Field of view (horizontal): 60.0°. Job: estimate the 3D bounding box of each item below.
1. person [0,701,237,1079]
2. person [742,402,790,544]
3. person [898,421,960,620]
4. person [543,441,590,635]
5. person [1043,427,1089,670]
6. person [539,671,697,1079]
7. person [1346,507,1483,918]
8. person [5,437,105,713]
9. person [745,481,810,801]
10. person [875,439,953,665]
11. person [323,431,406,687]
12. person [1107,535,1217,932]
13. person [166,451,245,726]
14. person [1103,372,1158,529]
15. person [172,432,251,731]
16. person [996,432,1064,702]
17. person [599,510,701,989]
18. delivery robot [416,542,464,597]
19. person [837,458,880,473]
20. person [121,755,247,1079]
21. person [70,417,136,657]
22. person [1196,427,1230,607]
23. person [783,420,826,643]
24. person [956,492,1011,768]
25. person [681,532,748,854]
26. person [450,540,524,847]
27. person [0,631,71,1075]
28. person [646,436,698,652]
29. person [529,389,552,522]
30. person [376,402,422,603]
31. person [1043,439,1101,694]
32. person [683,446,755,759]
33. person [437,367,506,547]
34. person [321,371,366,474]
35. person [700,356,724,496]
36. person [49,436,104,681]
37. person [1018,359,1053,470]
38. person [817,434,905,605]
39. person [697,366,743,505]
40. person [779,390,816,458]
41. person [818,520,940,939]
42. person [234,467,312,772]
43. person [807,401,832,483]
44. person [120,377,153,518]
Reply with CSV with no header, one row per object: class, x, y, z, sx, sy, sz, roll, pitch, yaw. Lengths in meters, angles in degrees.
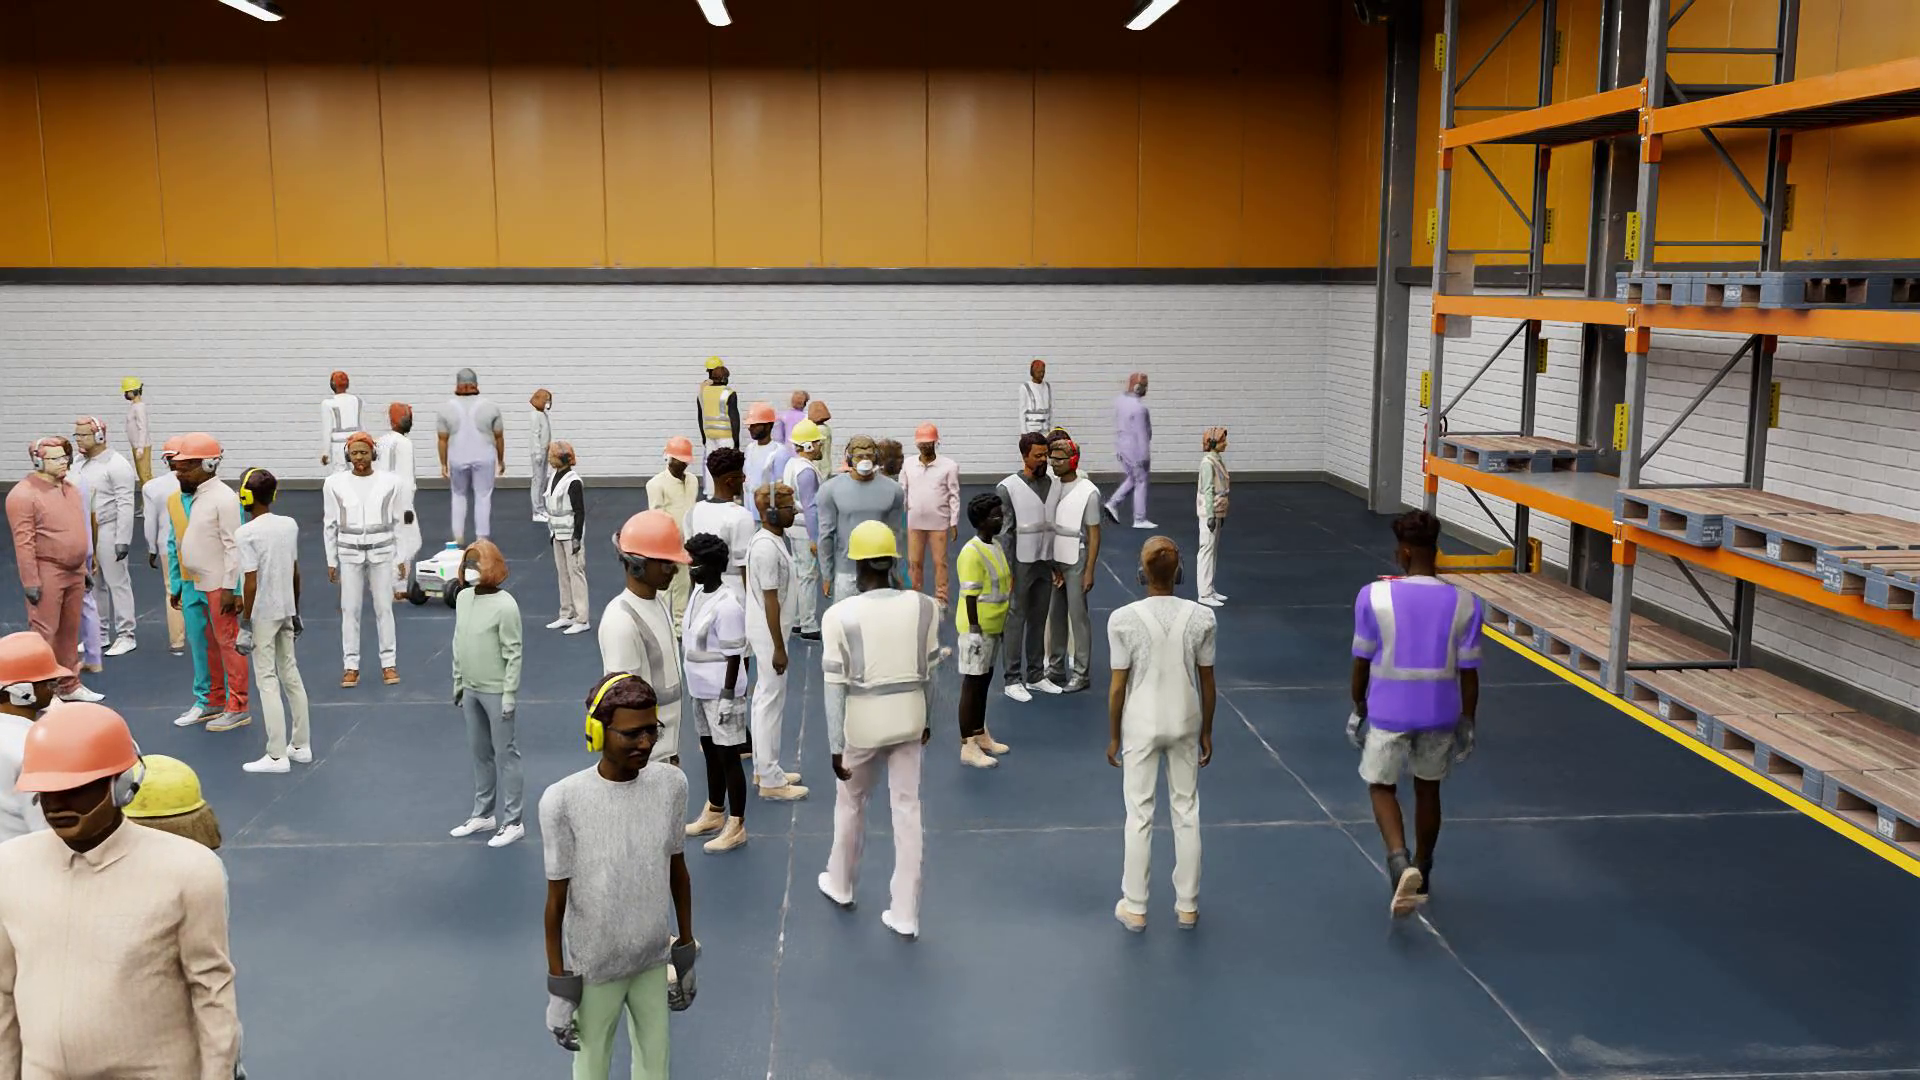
person,-2.136,1.373,4.174,0.609,1.996,0.383,-1,9,-3
person,-1.699,-0.219,14.358,0.545,1.938,0.359,9,13,43
person,-0.287,-0.168,14.600,0.576,1.752,0.330,2,9,14
person,-3.327,-0.024,14.062,0.312,1.639,0.520,-7,11,-37
person,0.744,0.067,12.769,0.514,1.873,0.329,-1,9,-4
person,-1.016,1.307,5.032,0.509,1.860,0.334,-7,12,-39
person,2.144,0.820,7.829,0.608,1.940,0.708,0,9,3
person,-6.272,0.239,11.573,0.406,1.911,0.639,1,9,6
person,-1.072,0.579,9.634,0.344,1.847,0.505,-2,9,-12
person,-0.515,0.134,12.580,0.918,1.801,0.517,-6,11,-32
person,-4.379,0.141,12.268,0.573,1.883,0.356,-3,10,-19
person,0.921,0.893,7.668,0.507,1.844,0.345,-1,9,-5
person,-5.029,0.304,11.138,0.597,1.916,0.375,3,9,18
person,2.070,-1.053,19.759,0.576,1.884,0.671,-3,10,-18
person,-5.002,0.270,11.105,0.608,1.995,0.376,7,12,39
person,0.502,0.178,11.925,0.591,1.919,0.390,-9,13,-43
person,-1.320,0.881,7.133,0.386,2.040,0.607,0,9,1
delivery robot,-4.690,0.263,15.365,0.477,0.478,0.707,3,10,21
person,-0.743,0.190,12.351,0.318,1.755,0.560,-1,9,-4
person,-2.135,1.437,4.567,0.318,1.742,0.492,-2,9,-12
person,-6.873,-0.029,13.261,0.641,1.908,0.408,4,10,23
person,2.322,-0.220,15.294,0.307,1.641,0.514,3,9,16
person,-1.252,-0.074,13.763,0.403,1.837,0.589,-3,10,-19
person,0.147,0.545,10.312,0.320,1.698,0.531,3,10,18
person,-1.297,0.793,8.768,0.319,1.693,0.532,-5,11,-30
person,-2.524,0.807,8.859,0.500,1.636,0.284,7,11,36
person,-3.359,1.196,6.043,0.564,1.752,0.339,8,12,40
person,-2.271,0.025,13.433,0.347,1.741,0.564,5,11,31
person,-5.156,-1.048,20.511,0.285,1.633,0.498,0,9,1
person,-5.216,-0.328,15.296,0.511,1.861,0.619,-8,12,-43
person,0.788,0.181,12.128,0.379,1.844,0.570,-8,12,-40
person,-1.463,0.389,10.447,0.601,1.967,0.367,8,12,40
person,-5.374,-0.910,18.369,0.699,2.000,0.670,-2,9,-10
person,-7.408,-1.095,20.020,0.339,1.883,0.583,6,11,34
person,-3.351,-1.541,22.690,0.369,1.928,0.585,-5,10,-28
person,-6.678,0.135,12.465,0.347,1.836,0.518,3,9,16
person,1.048,-1.539,22.842,0.586,1.879,0.356,-8,12,-41
person,-0.676,0.230,11.532,0.627,1.940,0.372,-3,10,-20
person,-3.137,-1.363,21.849,0.634,1.839,0.429,5,10,29
person,-1.975,-1.031,20.416,0.532,1.623,0.389,3,10,20
person,-0.397,0.848,7.781,0.603,1.893,0.852,-3,10,-21
person,-4.217,0.487,10.140,0.310,1.868,0.534,3,9,17
person,-1.562,-0.730,18.520,0.276,1.632,0.507,2,9,12
person,-10.281,-1.158,20.804,0.318,1.764,0.522,-6,11,-33
